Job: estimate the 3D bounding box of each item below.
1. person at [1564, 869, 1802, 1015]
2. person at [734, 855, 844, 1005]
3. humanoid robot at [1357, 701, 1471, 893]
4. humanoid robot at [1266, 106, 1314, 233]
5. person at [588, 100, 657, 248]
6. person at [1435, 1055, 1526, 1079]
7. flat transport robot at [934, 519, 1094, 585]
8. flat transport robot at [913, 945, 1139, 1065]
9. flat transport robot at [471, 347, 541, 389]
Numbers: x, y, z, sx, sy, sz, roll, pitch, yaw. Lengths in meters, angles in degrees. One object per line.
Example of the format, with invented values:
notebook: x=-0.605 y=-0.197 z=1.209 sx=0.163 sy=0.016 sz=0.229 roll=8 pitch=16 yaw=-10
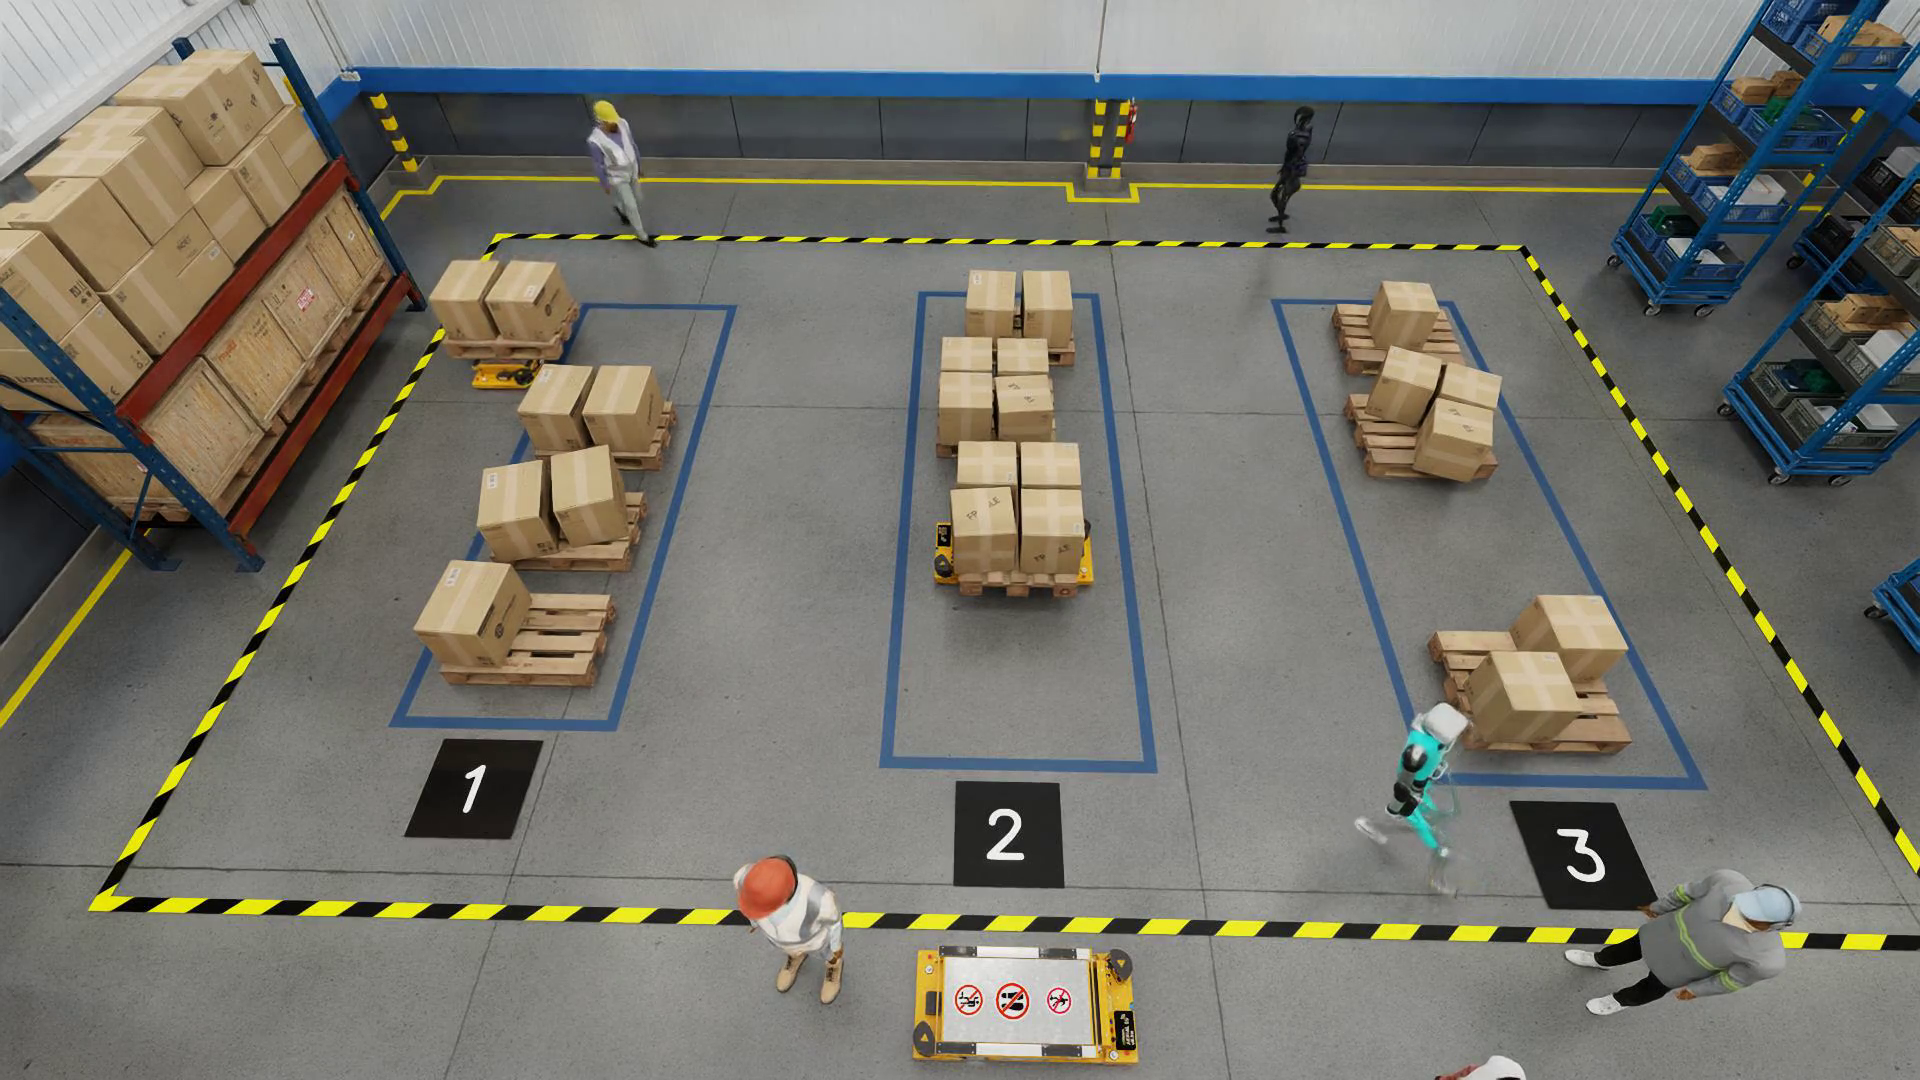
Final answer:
person: x=4.310 y=2.431 z=5.482 sx=0.376 sy=1.853 sz=0.587 roll=0 pitch=51 yaw=0
person: x=-0.988 y=2.330 z=5.444 sx=0.614 sy=2.039 sz=0.379 roll=12 pitch=52 yaw=10
humanoid robot: x=3.198 y=1.770 z=6.102 sx=0.850 sy=1.789 sz=0.547 roll=35 pitch=59 yaw=25
humanoid robot: x=4.086 y=-4.516 z=11.262 sx=0.366 sy=1.647 sz=0.593 roll=3 pitch=51 yaw=3
person: x=-4.157 y=-4.478 z=11.143 sx=0.692 sy=1.806 sz=0.598 roll=24 pitch=55 yaw=18
person: x=2.609 y=3.142 z=4.870 sx=0.394 sy=1.911 sz=0.579 roll=26 pitch=55 yaw=19
flat transport robot: x=0.490 y=0.087 z=8.397 sx=1.431 sy=0.197 sz=0.652 roll=1 pitch=51 yaw=1
flat transport robot: x=0.422 y=3.041 z=6.007 sx=1.431 sy=0.231 sz=0.659 roll=1 pitch=51 yaw=1
flat transport robot: x=-4.931 y=-2.243 z=10.296 sx=0.652 sy=0.197 sz=1.431 roll=1 pitch=51 yaw=1
